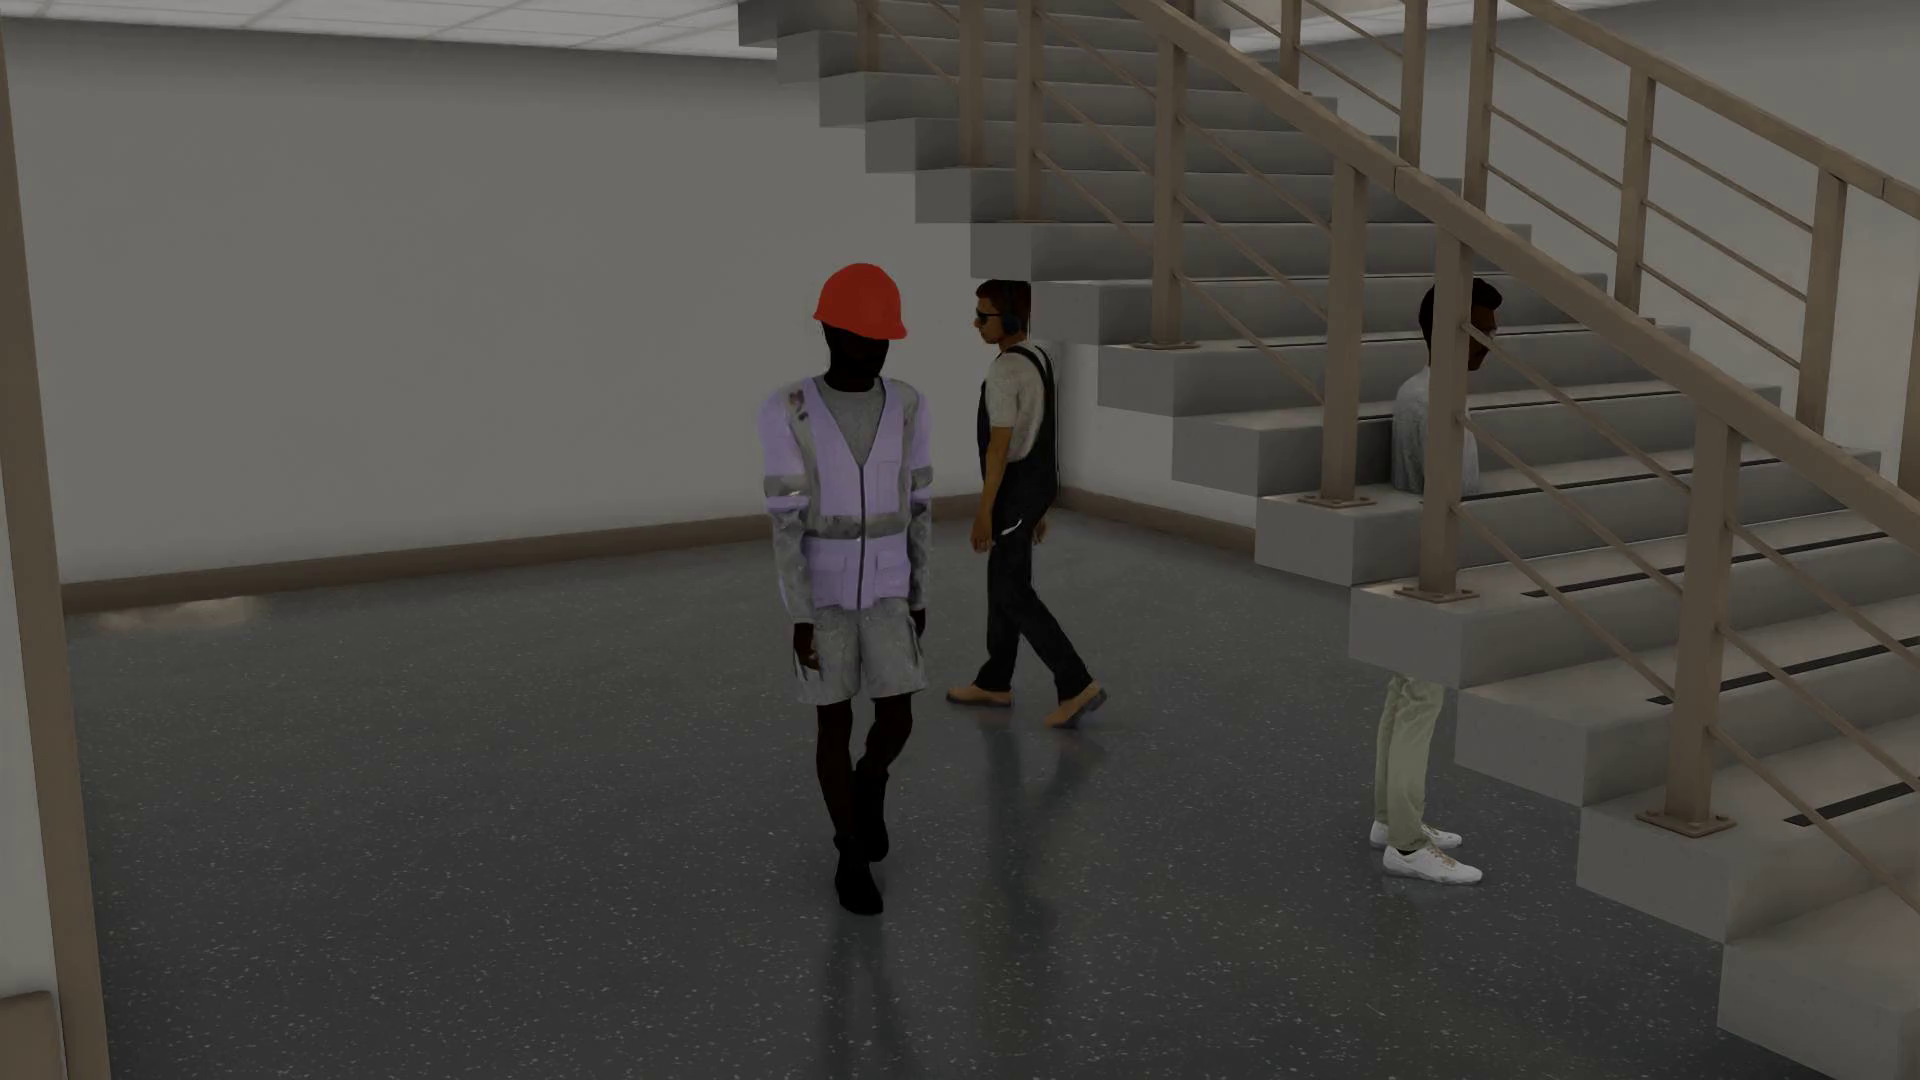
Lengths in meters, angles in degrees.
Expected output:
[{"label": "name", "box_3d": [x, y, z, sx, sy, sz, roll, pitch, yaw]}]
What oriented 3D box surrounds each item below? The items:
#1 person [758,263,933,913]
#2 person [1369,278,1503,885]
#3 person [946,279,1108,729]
[{"label": "person", "box_3d": [-0.327, 0.148, 4.916, 0.539, 1.914, 0.510, -4, 12, -20]}, {"label": "person", "box_3d": [1.478, 0.121, 5.176, 0.327, 1.865, 0.517, 1, 11, 8]}, {"label": "person", "box_3d": [0.248, -0.143, 6.704, 0.619, 1.853, 0.520, 3, 11, 17]}]
